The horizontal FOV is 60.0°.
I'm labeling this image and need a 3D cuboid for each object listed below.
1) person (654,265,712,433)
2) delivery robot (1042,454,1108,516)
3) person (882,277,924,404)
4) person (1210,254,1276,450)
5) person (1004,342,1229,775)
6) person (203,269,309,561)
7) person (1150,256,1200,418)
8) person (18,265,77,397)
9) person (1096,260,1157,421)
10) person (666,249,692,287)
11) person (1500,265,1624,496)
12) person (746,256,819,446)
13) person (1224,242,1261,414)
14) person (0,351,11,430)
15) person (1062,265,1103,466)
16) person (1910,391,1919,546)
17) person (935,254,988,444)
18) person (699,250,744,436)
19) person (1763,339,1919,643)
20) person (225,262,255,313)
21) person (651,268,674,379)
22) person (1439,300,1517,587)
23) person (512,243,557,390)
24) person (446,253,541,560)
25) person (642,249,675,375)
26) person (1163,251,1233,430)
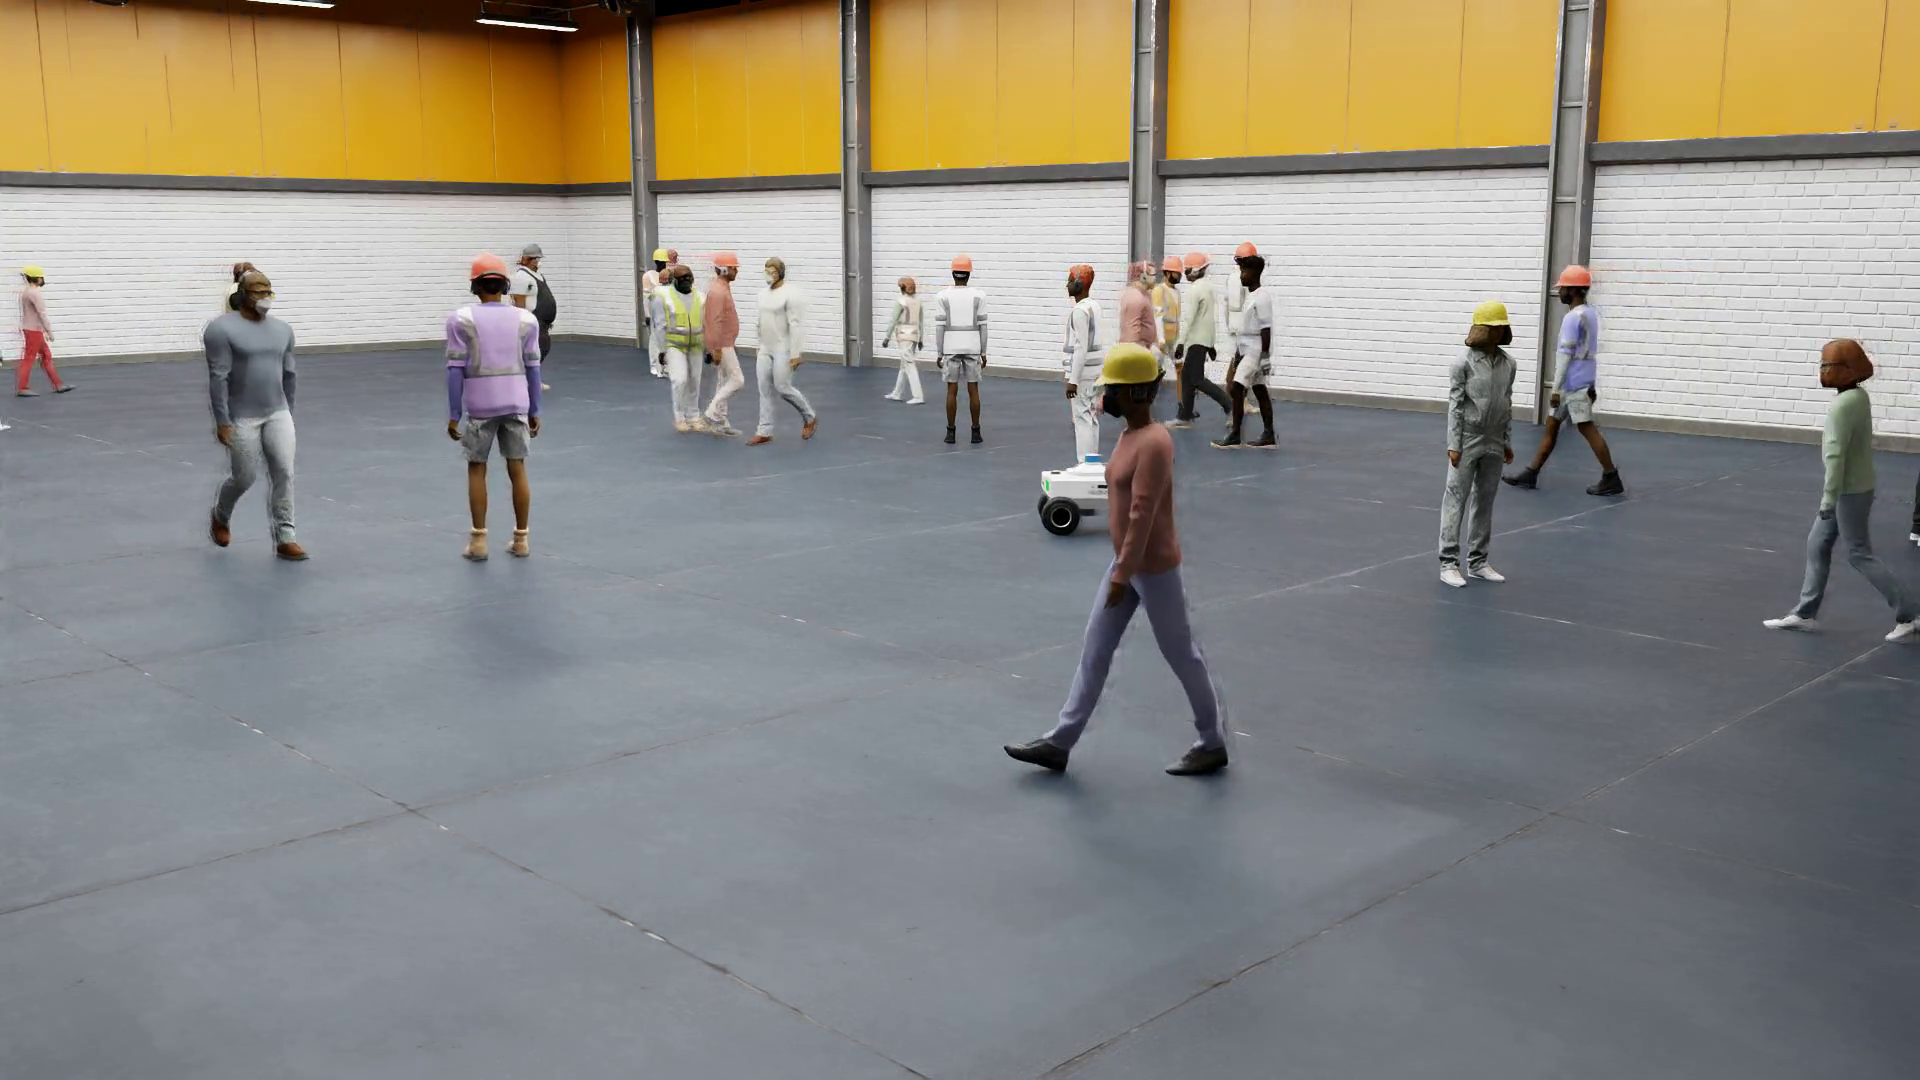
[{"bbox_3d":[-2.956,-2.047,17.934,0.659,1.807,0.642,-7,12,-33],"label":"person"},{"bbox_3d":[0.950,-0.381,12.019,0.707,0.478,0.477,0,10,-1],"label":"delivery robot"},{"bbox_3d":[-0.716,-2.529,21.139,0.746,1.601,0.519,7,12,34],"label":"person"},{"bbox_3d":[2.813,-1.860,16.558,0.806,1.932,0.618,1,10,3],"label":"person"},{"bbox_3d":[0.665,0.097,6.491,0.906,1.717,0.534,-2,11,-12],"label":"person"},{"bbox_3d":[-4.678,-0.821,10.977,0.765,1.916,0.636,8,13,37],"label":"person"},{"bbox_3d":[2.376,-2.392,19.597,0.951,1.903,0.554,10,14,43],"label":"person"},{"bbox_3d":[-12.227,-2.784,22.173,0.848,1.726,0.550,-9,14,-42],"label":"person"},{"bbox_3d":[1.723,-1.965,17.316,0.808,1.879,0.650,0,10,0],"label":"person"},{"bbox_3d":[-4.672,-3.769,27.063,0.646,1.908,0.408,-4,11,-22],"label":"person"},{"bbox_3d":[5.051,-1.313,13.727,1.023,1.886,0.558,6,12,32],"label":"person"},{"bbox_3d":[-1.845,-1.925,16.966,0.647,1.921,0.752,10,15,44],"label":"person"},{"bbox_3d":[3.407,-2.524,19.897,0.374,2.042,0.615,-5,11,-23],"label":"person"},{"bbox_3d":[-10.862,-2.001,18.295,0.839,1.591,0.501,2,11,9],"label":"person"},{"bbox_3d":[1.032,-1.392,14.168,0.355,1.883,0.574,3,11,17],"label":"person"},{"bbox_3d":[6.782,-0.904,11.407,0.373,1.917,0.595,4,11,21],"label":"person"},{"bbox_3d":[0.016,-1.950,17.059,0.542,1.938,0.357,0,10,-2],"label":"person"},{"bbox_3d":[-2.468,-2.055,17.537,0.424,1.979,0.620,-1,10,-6],"label":"person"},{"bbox_3d":[4.741,-0.256,8.746,0.753,1.598,0.500,6,12,31],"label":"person"},{"bbox_3d":[-8.291,-2.343,19.517,0.633,1.818,0.629,-3,11,-16],"label":"person"},{"bbox_3d":[-4.359,-3.216,24.776,0.523,1.638,0.310,5,11,25],"label":"person"},{"bbox_3d":[3.192,-0.588,10.163,0.487,1.744,0.312,-5,11,-24],"label":"person"},{"bbox_3d":[-5.809,-3.062,22.843,0.538,2.000,0.688,0,10,-1],"label":"person"},{"bbox_3d":[-3.089,-0.880,11.044,0.634,2.017,0.509,-6,12,-30],"label":"person"},{"bbox_3d":[-4.571,-3.495,25.517,0.593,1.923,0.384,-10,14,-42],"label":"person"},{"bbox_3d":[2.680,-2.162,18.162,0.853,1.965,0.606,4,11,21],"label":"person"}]
